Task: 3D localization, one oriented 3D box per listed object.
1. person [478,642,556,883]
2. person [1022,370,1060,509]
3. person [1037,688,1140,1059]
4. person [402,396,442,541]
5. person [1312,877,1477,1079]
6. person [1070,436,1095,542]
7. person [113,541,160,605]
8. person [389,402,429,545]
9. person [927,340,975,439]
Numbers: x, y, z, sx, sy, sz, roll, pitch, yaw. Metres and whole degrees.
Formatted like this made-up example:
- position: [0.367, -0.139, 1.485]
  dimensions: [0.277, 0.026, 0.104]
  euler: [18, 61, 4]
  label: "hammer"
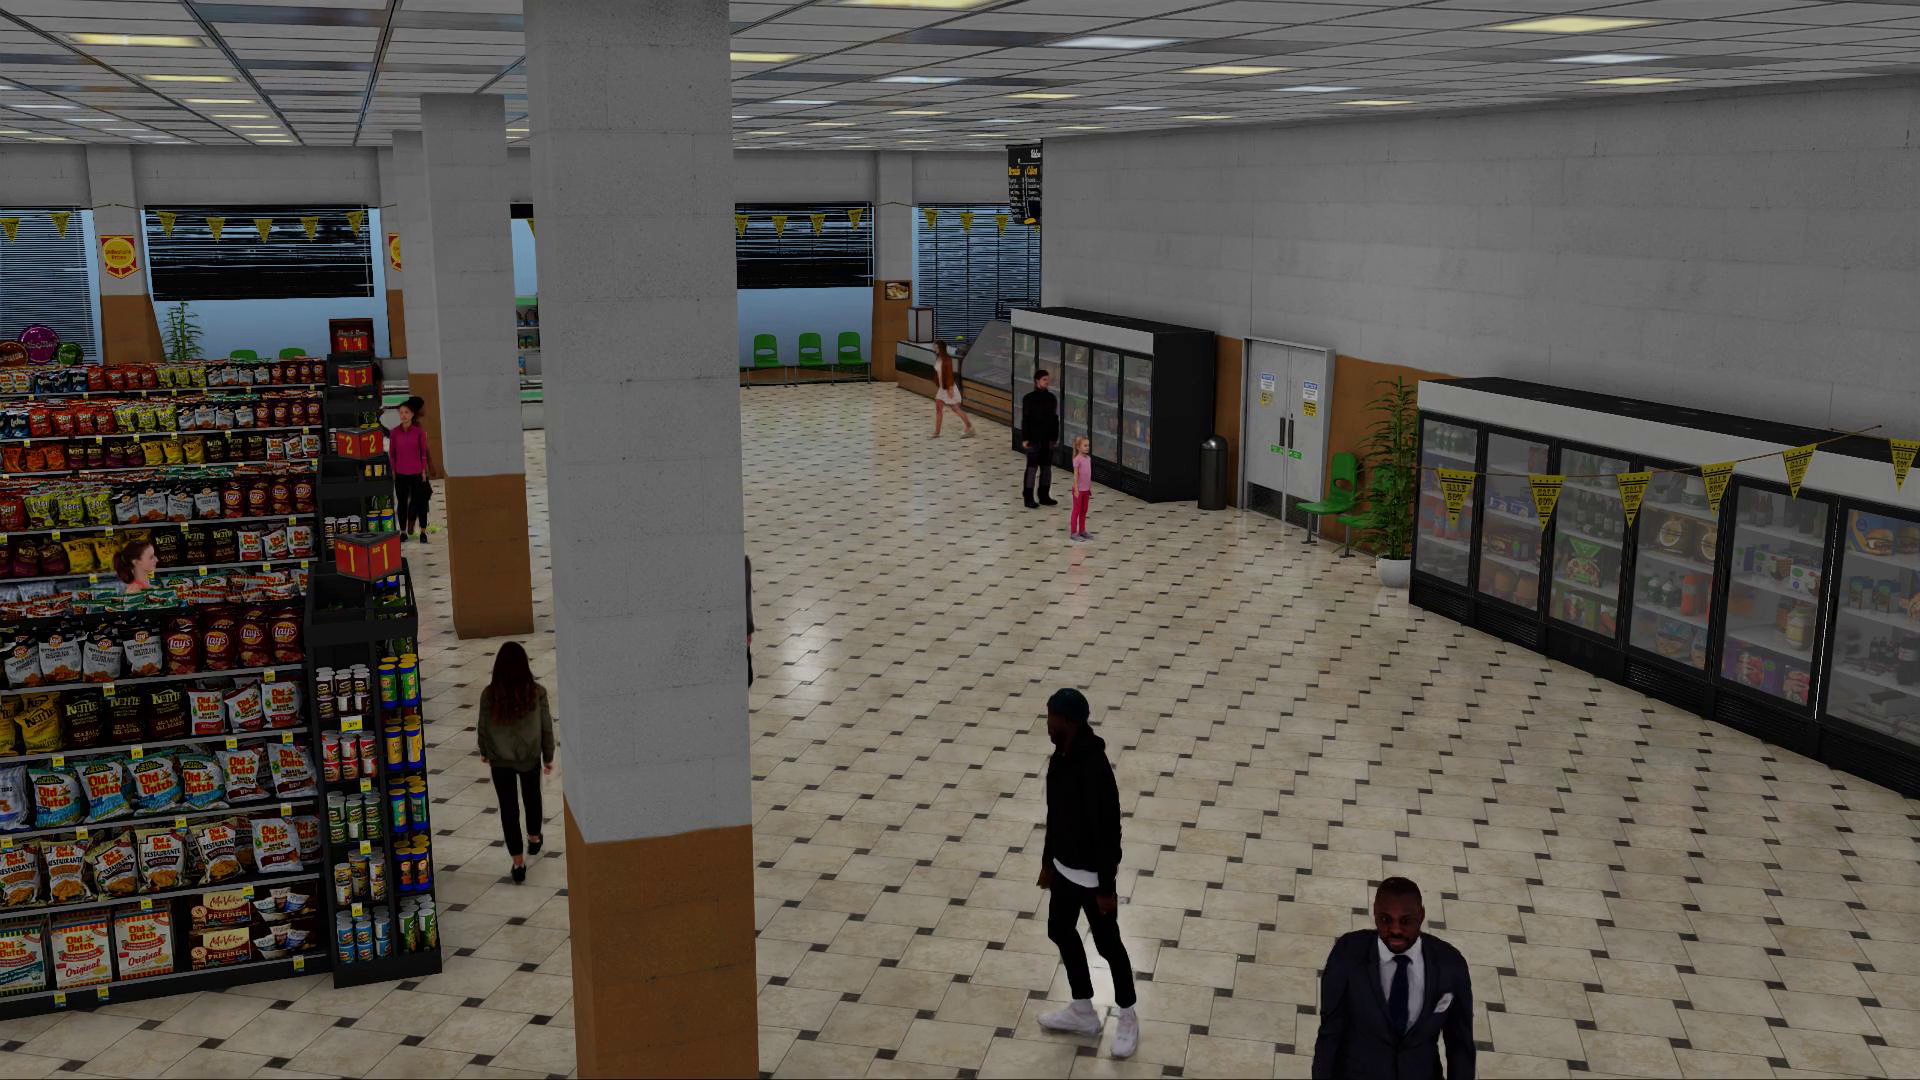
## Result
- position: [-2.715, 1.372, 10.160]
  dimensions: [0.756, 1.454, 0.666]
  euler: [-4, 13, -18]
  label: "person"
- position: [1.059, -1.355, 22.177]
  dimensions: [0.592, 1.839, 0.828]
  euler: [-8, 14, -32]
  label: "person"
- position: [0.649, 1.621, 8.181]
  dimensions: [0.690, 1.782, 0.783]
  euler: [-9, 15, -36]
  label: "person"
- position: [-6.614, -0.855, 20.052]
  dimensions: [0.702, 1.736, 0.802]
  euler: [12, 17, 44]
  label: "person"
- position: [1.571, 2.052, 6.070]
  dimensions: [0.842, 1.808, 0.988]
  euler: [-1, 12, -3]
  label: "person"
- position: [1.464, -0.633, 20.125]
  dimensions: [0.619, 1.272, 0.543]
  euler: [9, 15, 38]
  label: "person"
- position: [-5.871, 0.863, 11.885]
  dimensions: [0.666, 1.739, 0.558]
  euler: [-4, 13, -19]
  label: "person"
- position: [-6.589, -0.806, 19.911]
  dimensions: [0.555, 1.699, 0.674]
  euler: [-2, 12, -11]
  label: "person"
- position: [-0.137, -2.553, 28.296]
  dimensions: [1.184, 1.661, 0.851]
  euler: [-8, 14, -34]
  label: "person"
